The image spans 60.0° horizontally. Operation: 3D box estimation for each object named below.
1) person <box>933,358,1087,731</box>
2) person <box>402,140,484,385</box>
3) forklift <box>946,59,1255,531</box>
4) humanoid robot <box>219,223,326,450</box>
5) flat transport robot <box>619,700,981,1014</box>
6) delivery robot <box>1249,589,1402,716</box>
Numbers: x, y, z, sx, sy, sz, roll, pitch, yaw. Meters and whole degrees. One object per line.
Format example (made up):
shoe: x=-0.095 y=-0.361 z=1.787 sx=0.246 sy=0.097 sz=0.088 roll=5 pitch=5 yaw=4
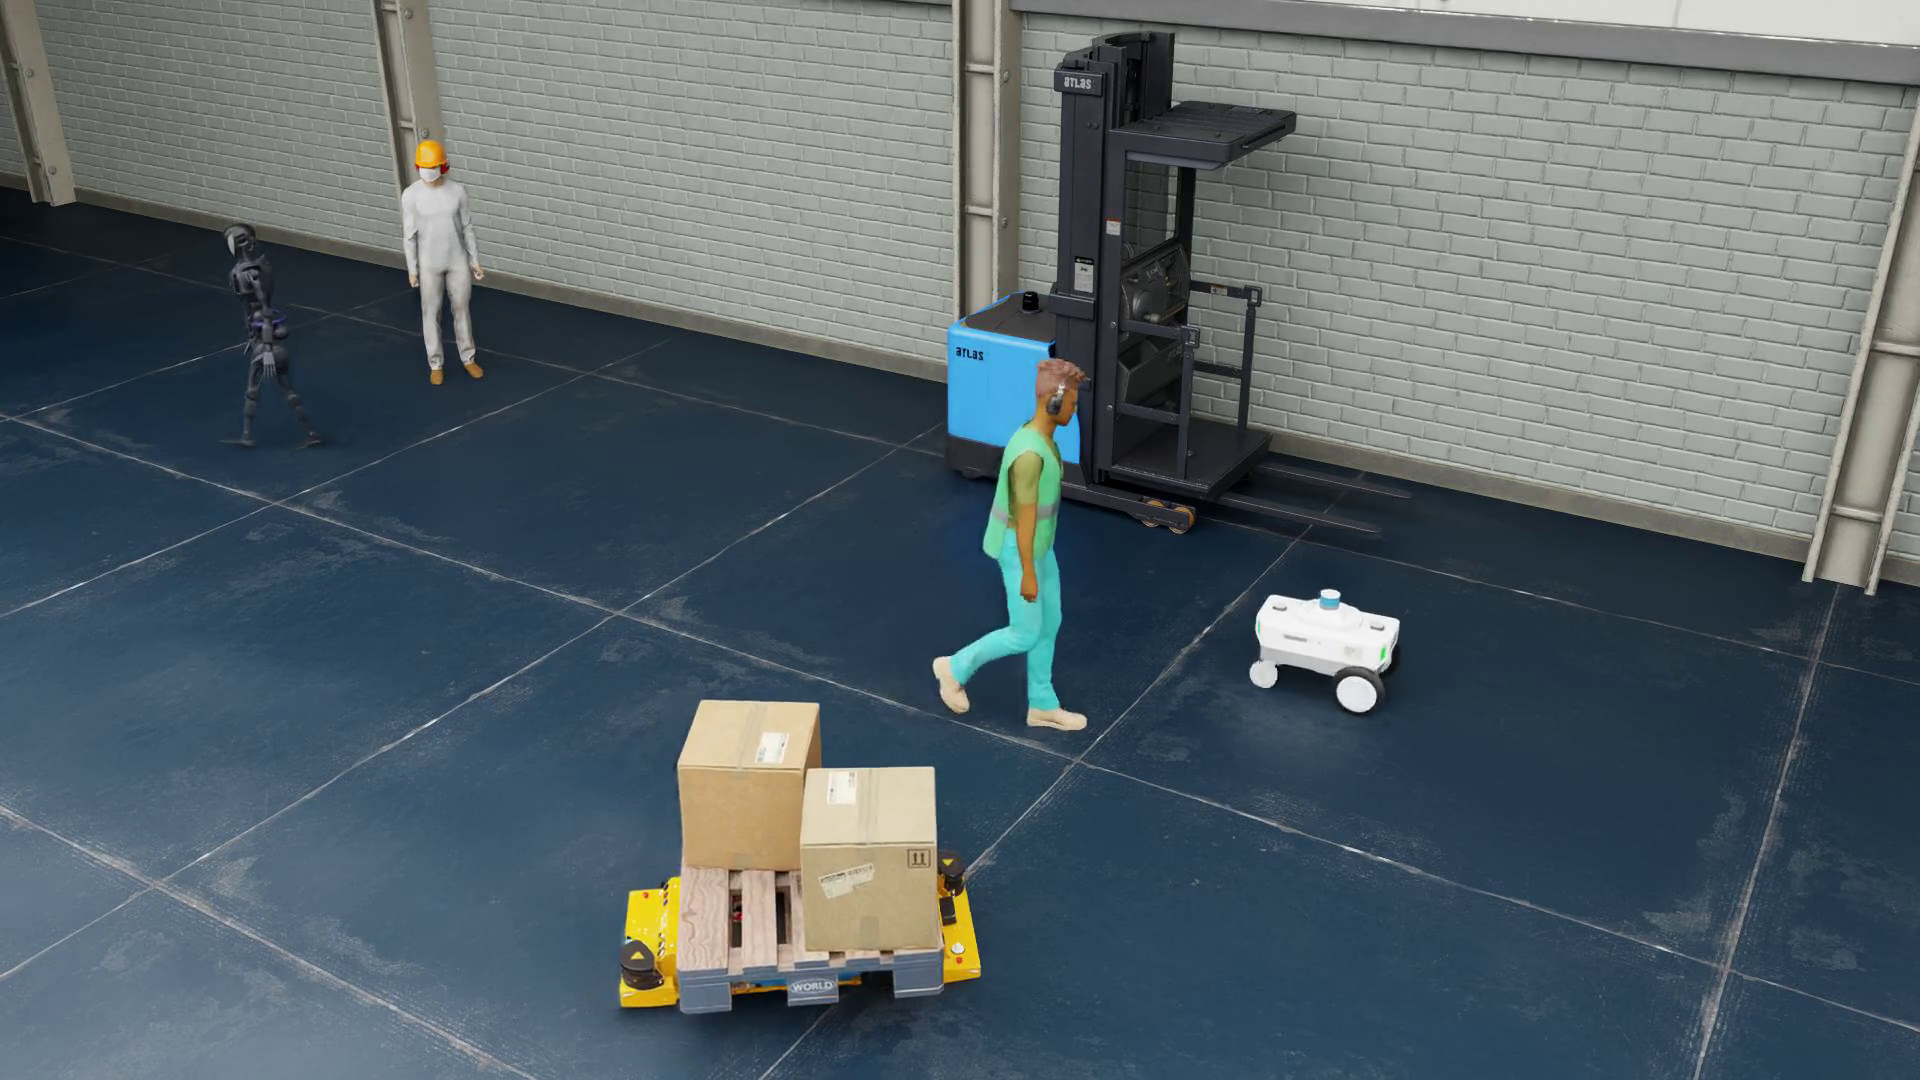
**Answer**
person: x=0.281 y=0.048 z=8.193 sx=0.725 sy=1.954 sz=0.554 roll=7 pitch=26 yaw=15
person: x=-4.008 y=-2.159 z=12.928 sx=0.571 sy=1.893 sz=0.376 roll=-13 pitch=28 yaw=-26
forklift: x=0.933 y=-1.707 z=10.833 sx=1.873 sy=2.768 sz=1.129 roll=15 pitch=29 yaw=28
humanoid robot: x=-4.892 y=-1.372 z=11.545 sx=0.713 sy=1.634 sz=0.608 roll=-16 pitch=30 yaw=-30
flat transport robot: x=-0.662 y=1.597 z=6.881 sx=1.431 sy=0.231 sz=0.659 roll=-3 pitch=25 yaw=-6
delivery robot: x=1.937 y=0.551 z=8.762 sx=0.802 sy=0.598 sz=0.499 roll=11 pitch=28 yaw=22
